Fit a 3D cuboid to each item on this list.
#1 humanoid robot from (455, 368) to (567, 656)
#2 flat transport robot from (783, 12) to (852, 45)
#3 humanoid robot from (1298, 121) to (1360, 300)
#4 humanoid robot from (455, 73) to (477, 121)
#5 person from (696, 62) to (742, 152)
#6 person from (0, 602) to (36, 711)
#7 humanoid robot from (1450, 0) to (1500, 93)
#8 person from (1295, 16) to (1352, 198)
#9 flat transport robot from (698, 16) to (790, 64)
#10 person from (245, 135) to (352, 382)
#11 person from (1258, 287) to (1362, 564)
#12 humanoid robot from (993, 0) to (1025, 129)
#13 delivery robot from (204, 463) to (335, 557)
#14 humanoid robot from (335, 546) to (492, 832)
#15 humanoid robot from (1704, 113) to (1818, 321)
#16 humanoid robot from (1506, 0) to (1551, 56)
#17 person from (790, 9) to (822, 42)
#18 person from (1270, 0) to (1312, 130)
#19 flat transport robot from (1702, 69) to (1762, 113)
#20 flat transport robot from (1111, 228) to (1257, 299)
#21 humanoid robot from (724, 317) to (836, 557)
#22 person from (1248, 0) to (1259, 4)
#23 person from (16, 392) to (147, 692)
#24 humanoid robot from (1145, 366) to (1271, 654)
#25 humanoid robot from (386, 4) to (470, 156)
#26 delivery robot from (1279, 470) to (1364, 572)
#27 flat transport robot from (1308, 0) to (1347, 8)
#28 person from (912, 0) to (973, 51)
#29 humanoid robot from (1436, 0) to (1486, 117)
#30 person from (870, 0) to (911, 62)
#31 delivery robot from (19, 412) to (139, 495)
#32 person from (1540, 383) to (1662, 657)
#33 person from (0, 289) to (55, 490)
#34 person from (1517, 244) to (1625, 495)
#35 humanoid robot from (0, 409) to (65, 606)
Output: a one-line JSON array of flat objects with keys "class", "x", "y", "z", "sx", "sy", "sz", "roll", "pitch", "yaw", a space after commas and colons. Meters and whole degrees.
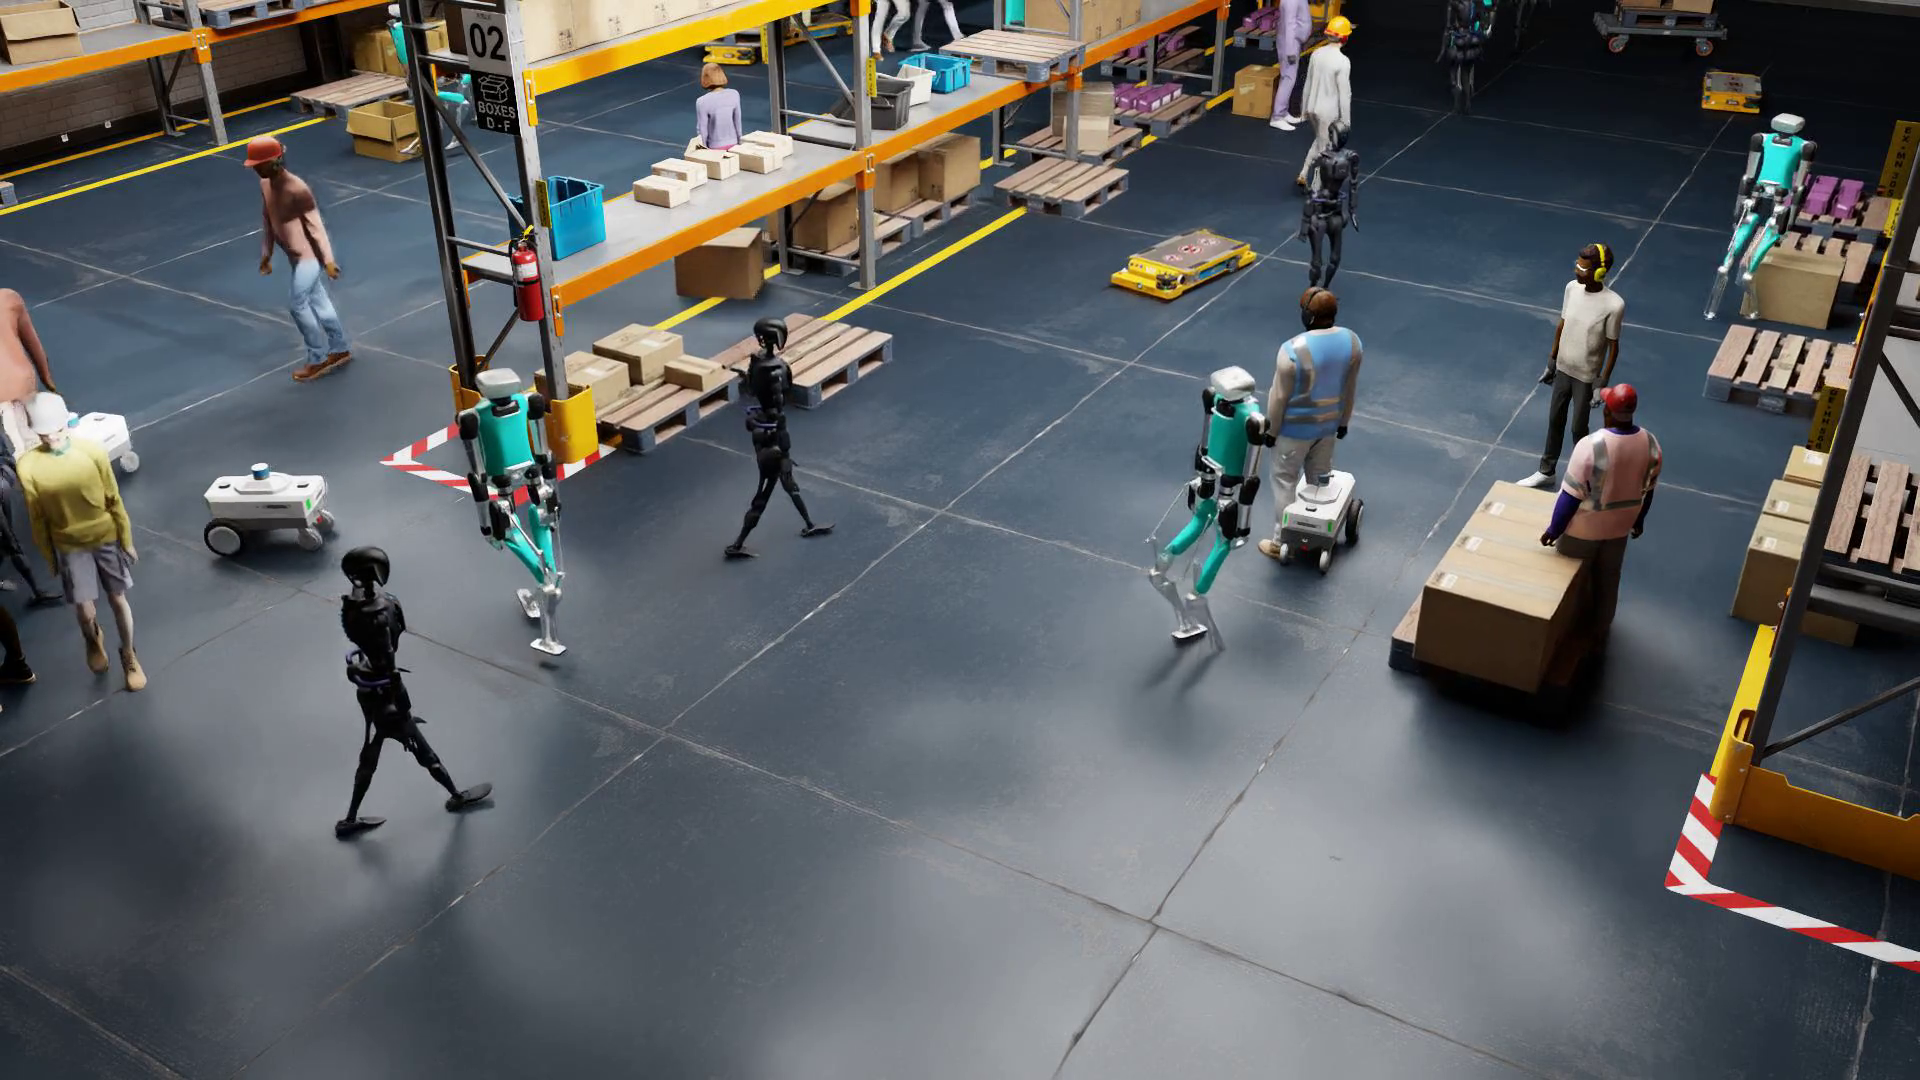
[{"class": "humanoid robot", "x": -2.465, "y": -0.100, "z": 9.639, "sx": 0.530, "sy": 1.739, "sz": 1.008, "roll": -23, "pitch": 37, "yaw": -35}, {"class": "flat transport robot", "x": -2.150, "y": -7.370, "z": 23.978, "sx": 1.431, "sy": 0.231, "sz": 0.659, "roll": -22, "pitch": 36, "yaw": -34}, {"class": "humanoid robot", "x": 3.213, "y": -2.865, "z": 14.569, "sx": 0.590, "sy": 1.643, "sz": 0.371, "roll": -14, "pitch": 32, "yaw": -23}, {"class": "humanoid robot", "x": -5.828, "y": -5.734, "z": 19.665, "sx": 0.542, "sy": 1.857, "sz": 0.731, "roll": 23, "pitch": 37, "yaw": 35}, {"class": "person", "x": -2.371, "y": -3.891, "z": 16.446, "sx": 0.500, "sy": 1.628, "sz": 0.287, "roll": -21, "pitch": 36, "yaw": -33}, {"class": "person", "x": -5.594, "y": 0.057, "z": 9.132, "sx": 0.381, "sy": 1.957, "sz": 0.600, "roll": 4, "pitch": 30, "yaw": 8}, {"class": "humanoid robot", "x": 6.404, "y": -6.491, "z": 20.981, "sx": 0.532, "sy": 1.845, "sz": 0.693, "roll": -5, "pitch": 30, "yaw": -9}, {"class": "person", "x": 3.778, "y": -4.419, "z": 17.121, "sx": 0.457, "sy": 1.882, "sz": 0.563, "roll": -15, "pitch": 33, "yaw": -24}, {"class": "flat transport robot", "x": -3.050, "y": -6.843, "z": 23.046, "sx": 0.659, "sy": 0.231, "sz": 1.431, "roll": 4, "pitch": 30, "yaw": 7}, {"class": "person", "x": -5.291, "y": -2.240, "z": 13.194, "sx": 0.724, "sy": 1.953, "sz": 0.605, "roll": -26, "pitch": 38, "yaw": -38}, {"class": "person", "x": 2.223, "y": -0.740, "z": 10.668, "sx": 0.632, "sy": 1.834, "sz": 0.430, "roll": -15, "pitch": 33, "yaw": -24}, {"class": "humanoid robot", "x": 0.653, "y": -5.692, "z": 19.544, "sx": 0.573, "sy": 1.773, "sz": 0.944, "roll": 0, "pitch": 29, "yaw": 1}, {"class": "delivery robot", "x": -4.599, "y": -0.225, "z": 11.041, "sx": 0.789, "sy": 0.587, "sz": 0.499, "roll": -1, "pitch": 29, "yaw": -1}, {"class": "humanoid robot", "x": -2.846, "y": 0.724, "z": 8.283, "sx": 0.786, "sy": 1.627, "sz": 0.599, "roll": -16, "pitch": 33, "yaw": -26}, {"class": "humanoid robot", "x": 6.800, "y": -2.685, "z": 14.209, "sx": 0.536, "sy": 1.787, "sz": 0.784, "roll": 23, "pitch": 37, "yaw": 34}, {"class": "humanoid robot", "x": 7.828, "y": -7.477, "z": 22.774, "sx": 0.612, "sy": 1.633, "sz": 0.676, "roll": -1, "pitch": 30, "yaw": -2}, {"class": "person", "x": -2.236, "y": -7.953, "z": 23.500, "sx": 0.562, "sy": 1.751, "sz": 0.325, "roll": 22, "pitch": 36, "yaw": 34}, {"class": "person", "x": 3.920, "y": -5.811, "z": 19.571, "sx": 0.399, "sy": 1.896, "sz": 0.664, "roll": 9, "pitch": 31, "yaw": 15}, {"class": "flat transport robot", "x": 9.711, "y": -5.645, "z": 20.928, "sx": 0.659, "sy": 0.231, "sz": 1.431, "roll": 11, "pitch": 31, "yaw": 19}, {"class": "flat transport robot", "x": 2.105, "y": -2.586, "z": 15.516, "sx": 0.659, "sy": 0.231, "sz": 1.431, "roll": 24, "pitch": 37, "yaw": 36}, {"class": "humanoid robot", "x": -1.196, "y": -0.670, "z": 10.744, "sx": 0.791, "sy": 1.620, "sz": 0.608, "roll": -9, "pitch": 31, "yaw": -16}, {"class": "person", "x": 4.932, "y": -9.140, "z": 25.558, "sx": 0.988, "sy": 1.789, "sz": 0.546, "roll": -13, "pitch": 32, "yaw": -22}, {"class": "person", "x": -4.878, "y": 0.015, "z": 9.294, "sx": 0.479, "sy": 1.876, "sz": 0.439, "roll": -18, "pitch": 34, "yaw": -29}, {"class": "humanoid robot", "x": 1.374, "y": -0.093, "z": 9.675, "sx": 0.694, "sy": 1.856, "sz": 0.546, "roll": -15, "pitch": 33, "yaw": -24}, {"class": "humanoid robot", "x": -5.857, "y": -5.073, "z": 18.413, "sx": 1.001, "sy": 1.727, "sz": 0.539, "roll": -25, "pitch": 38, "yaw": -37}, {"class": "delivery robot", "x": 2.367, "y": -0.182, "z": 10.986, "sx": 0.499, "sy": 0.607, "sz": 0.808, "roll": 12, "pitch": 32, "yaw": 20}, {"class": "flat transport robot", "x": 5.251, "y": -8.498, "z": 25.975, "sx": 1.431, "sy": 0.231, "sz": 0.659, "roll": 21, "pitch": 36, "yaw": 32}, {"class": "person", "x": -0.267, "y": -7.768, "z": 23.024, "sx": 1.003, "sy": 1.897, "sz": 0.486, "roll": -16, "pitch": 33, "yaw": -26}, {"class": "humanoid robot", "x": 6.072, "y": -5.966, "z": 20.082, "sx": 0.609, "sy": 1.651, "sz": 0.339, "roll": -10, "pitch": 31, "yaw": -17}, {"class": "person", "x": -0.956, "y": -7.456, "z": 22.472, "sx": 0.711, "sy": 1.894, "sz": 0.481, "roll": -21, "pitch": 35, "yaw": -32}, {"class": "delivery robot", "x": -6.203, "y": -0.609, "z": 11.710, "sx": 0.499, "sy": 0.577, "sz": 0.769, "roll": 8, "pitch": 30, "yaw": 13}, {"class": "person", "x": 3.659, "y": -0.092, "z": 9.595, "sx": 0.628, "sy": 1.751, "sz": 0.420, "roll": -7, "pitch": 30, "yaw": -12}, {"class": "person", "x": -6.310, "y": -0.998, "z": 11.008, "sx": 0.690, "sy": 1.979, "sz": 0.647, "roll": 16, "pitch": 33, "yaw": 26}, {"class": "person", "x": 4.190, "y": -1.123, "z": 11.308, "sx": 0.309, "sy": 1.864, "sz": 0.530, "roll": -15, "pitch": 33, "yaw": -25}, {"class": "humanoid robot", "x": -5.943, "y": -0.377, "z": 10.214, "sx": 0.652, "sy": 1.640, "sz": 0.611, "roll": -1, "pitch": 29, "yaw": -1}]
